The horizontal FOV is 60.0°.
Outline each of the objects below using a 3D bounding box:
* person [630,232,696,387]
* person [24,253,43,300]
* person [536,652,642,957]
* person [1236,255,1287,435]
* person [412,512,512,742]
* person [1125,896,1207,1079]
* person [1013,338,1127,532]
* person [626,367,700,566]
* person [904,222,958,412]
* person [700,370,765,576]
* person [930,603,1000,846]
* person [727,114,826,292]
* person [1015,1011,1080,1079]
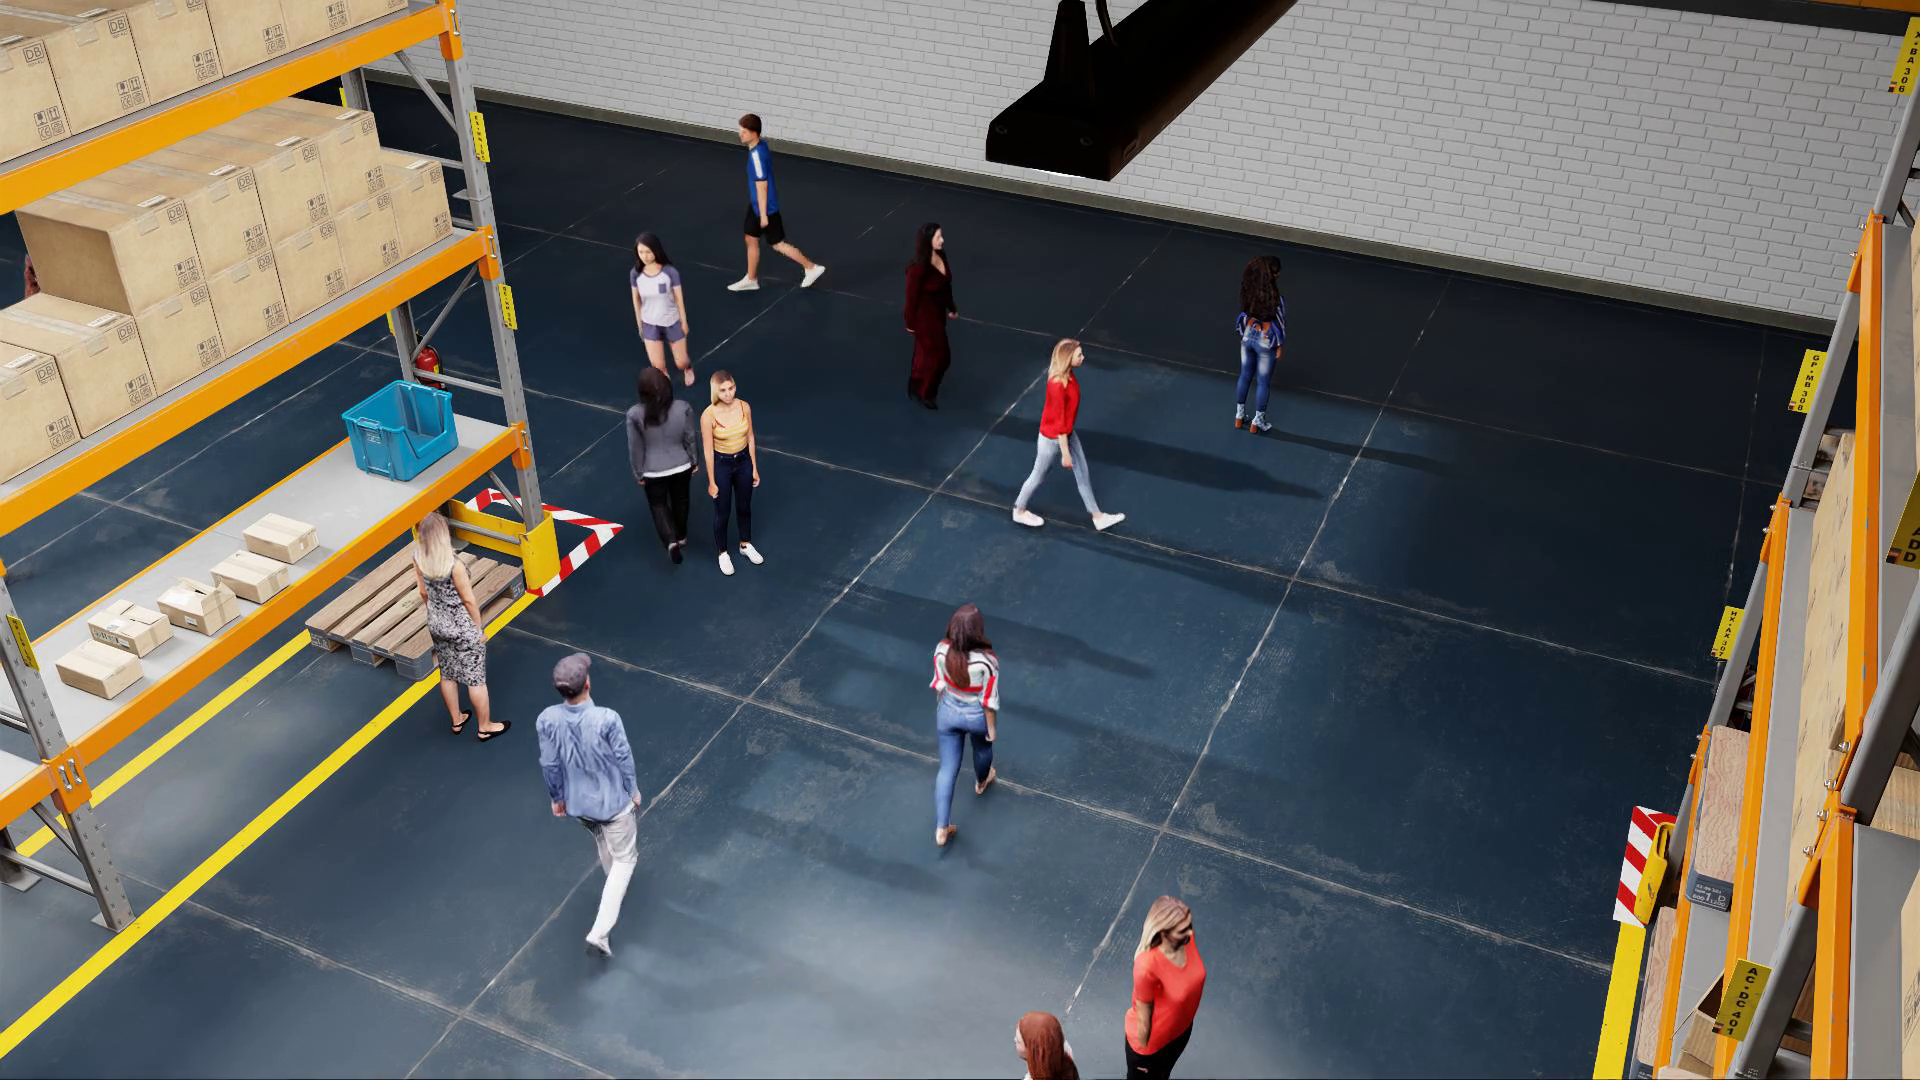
[{"bbox_3d":[-2.547,-1.902,14.365,0.787,1.691,0.923,0,34,0],"label":"person"},{"bbox_3d":[-7.770,-1.648,14.149,0.597,1.506,1.132,11,35,16],"label":"person"},{"bbox_3d":[-2.010,1.464,9.148,0.785,1.860,1.121,7,34,10],"label":"person"},{"bbox_3d":[2.538,-1.668,14.078,0.686,1.618,0.662,29,43,36],"label":"person"},{"bbox_3d":[-3.243,0.565,10.639,0.555,1.706,0.480,14,36,20],"label":"person"},{"bbox_3d":[0.939,2.340,7.979,0.700,1.694,0.563,26,42,33],"label":"person"},{"bbox_3d":[0.669,-0.763,12.681,0.837,1.656,1.104,9,35,13],"label":"person"},{"bbox_3d":[-2.188,-0.529,12.401,0.973,1.577,1.031,-11,35,-16],"label":"person"},{"bbox_3d":[-0.371,-1.936,14.371,0.753,1.739,0.651,11,35,15],"label":"person"},{"bbox_3d":[-1.705,-0.525,12.348,0.611,1.629,0.712,-20,39,-28],"label":"person"},{"bbox_3d":[-0.001,1.107,9.940,0.670,1.576,1.069,11,35,16],"label":"person"},{"bbox_3d":[-1.816,-3.277,16.304,1.238,1.833,1.247,-7,34,-10],"label":"person"},{"bbox_3d":[0.457,2.746,7.326,0.800,1.741,0.629,6,34,9],"label":"person"}]
